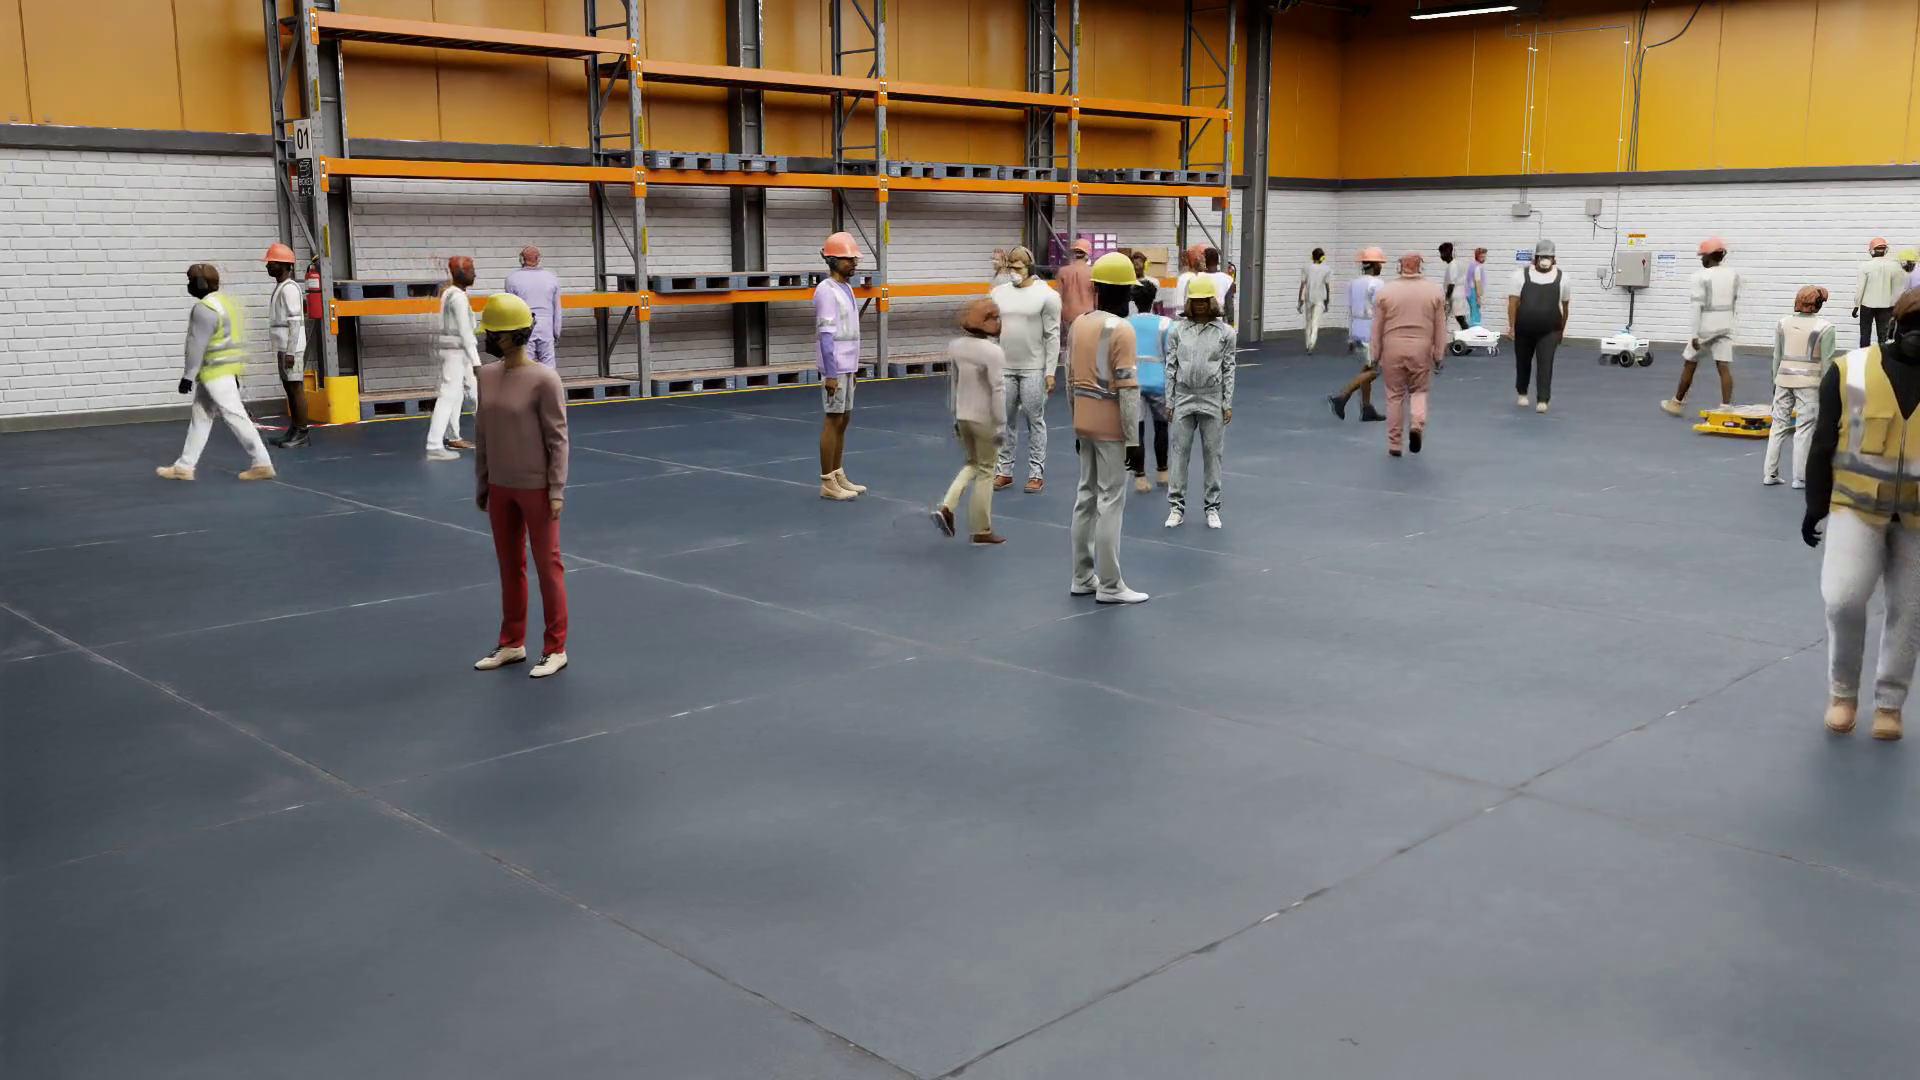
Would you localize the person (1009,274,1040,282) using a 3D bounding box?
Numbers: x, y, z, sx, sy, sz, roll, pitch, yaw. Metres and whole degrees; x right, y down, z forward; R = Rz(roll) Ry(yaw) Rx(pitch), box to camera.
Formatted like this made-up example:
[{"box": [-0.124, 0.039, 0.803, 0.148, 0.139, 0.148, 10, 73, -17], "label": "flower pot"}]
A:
[{"box": [0.811, -2.916, 22.007, 0.403, 1.835, 0.586, -8, 13, -38], "label": "person"}]

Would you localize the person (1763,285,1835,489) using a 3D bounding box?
[{"box": [6.727, -1.220, 13.319, 0.311, 1.633, 0.519, -6, 12, -29], "label": "person"}]

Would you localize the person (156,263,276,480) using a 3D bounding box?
[{"box": [-6.151, -1.364, 13.672, 0.959, 1.792, 0.635, -2, 11, -12], "label": "person"}]

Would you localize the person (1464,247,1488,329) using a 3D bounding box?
[{"box": [9.311, -4.378, 30.066, 0.587, 1.816, 0.667, 2, 11, 9], "label": "person"}]

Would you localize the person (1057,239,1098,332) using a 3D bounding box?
[{"box": [1.608, -2.898, 21.525, 0.628, 1.964, 0.766, 6, 12, 30], "label": "person"}]

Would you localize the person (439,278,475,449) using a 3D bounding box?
[{"box": [-4.809, -1.673, 15.855, 0.284, 1.611, 0.498, -4, 11, -23], "label": "person"}]

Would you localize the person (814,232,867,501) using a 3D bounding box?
[{"box": [-0.902, -1.324, 12.756, 0.378, 2.041, 0.616, 2, 11, 11], "label": "person"}]

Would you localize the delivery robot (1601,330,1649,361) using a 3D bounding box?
[{"box": [10.309, -3.016, 25.792, 0.477, 0.478, 0.707, -5, 12, -27], "label": "delivery robot"}]

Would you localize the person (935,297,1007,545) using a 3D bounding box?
[{"box": [0.098, -0.759, 10.813, 0.415, 1.623, 0.517, -8, 13, -38], "label": "person"}]

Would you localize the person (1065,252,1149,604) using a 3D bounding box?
[{"box": [0.815, -0.611, 9.183, 0.368, 1.926, 0.594, -6, 12, -28], "label": "person"}]

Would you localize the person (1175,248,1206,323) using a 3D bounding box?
[{"box": [2.689, -2.520, 19.753, 0.549, 1.866, 0.596, -3, 11, -15], "label": "person"}]

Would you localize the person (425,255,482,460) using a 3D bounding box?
[{"box": [-4.436, -1.646, 15.086, 0.984, 1.828, 0.614, -4, 11, -21], "label": "person"}]

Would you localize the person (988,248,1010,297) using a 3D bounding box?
[{"box": [0.636, -3.032, 22.591, 0.987, 1.854, 0.630, -3, 11, -15], "label": "person"}]

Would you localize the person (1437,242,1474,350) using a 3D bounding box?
[{"box": [8.609, -4.274, 29.283, 1.026, 1.878, 0.666, 2, 11, 8], "label": "person"}]

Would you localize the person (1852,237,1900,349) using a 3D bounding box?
[{"box": [13.577, -3.485, 24.696, 0.609, 1.986, 0.390, 0, 10, 2], "label": "person"}]

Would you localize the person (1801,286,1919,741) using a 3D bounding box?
[{"box": [3.724, -0.091, 6.626, 0.659, 1.824, 0.494, 5, 12, 25], "label": "person"}]

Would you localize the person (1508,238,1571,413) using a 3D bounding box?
[{"box": [6.716, -2.528, 19.328, 0.679, 2.000, 1.005, 4, 11, 20], "label": "person"}]

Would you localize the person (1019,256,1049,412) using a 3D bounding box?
[{"box": [0.798, -2.413, 19.370, 0.516, 1.797, 0.938, 2, 11, 13], "label": "person"}]

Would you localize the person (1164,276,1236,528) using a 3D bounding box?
[{"box": [1.654, -0.946, 11.514, 0.487, 1.744, 0.294, 2, 11, 9], "label": "person"}]

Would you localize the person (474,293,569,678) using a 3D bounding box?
[{"box": [-2.026, -0.245, 7.639, 0.524, 1.764, 0.329, 6, 12, 30], "label": "person"}]

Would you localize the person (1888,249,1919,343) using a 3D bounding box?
[{"box": [14.690, -3.588, 25.781, 0.832, 1.797, 0.615, 9, 14, 42], "label": "person"}]

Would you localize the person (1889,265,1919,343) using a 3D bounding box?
[{"box": [13.388, -3.165, 23.273, 0.653, 1.881, 1.071, -10, 14, -44], "label": "person"}]

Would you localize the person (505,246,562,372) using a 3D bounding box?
[{"box": [-4.848, -2.369, 18.857, 0.689, 1.900, 0.399, -6, 12, -30], "label": "person"}]

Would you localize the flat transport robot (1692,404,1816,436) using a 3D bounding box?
[{"box": [8.203, -1.241, 17.142, 1.431, 0.197, 0.652, -9, 14, -41], "label": "flat transport robot"}]

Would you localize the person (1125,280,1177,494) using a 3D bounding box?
[{"box": [1.477, -1.220, 13.195, 0.545, 1.660, 0.749, 2, 11, 13], "label": "person"}]

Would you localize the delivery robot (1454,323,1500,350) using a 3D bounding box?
[{"box": [8.660, -3.398, 27.873, 0.707, 0.478, 0.477, 6, 12, 31], "label": "delivery robot"}]

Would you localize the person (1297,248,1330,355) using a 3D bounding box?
[{"box": [6.013, -4.060, 28.329, 0.518, 1.824, 0.895, 4, 11, 21], "label": "person"}]

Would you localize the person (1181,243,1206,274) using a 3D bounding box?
[{"box": [3.724, -3.777, 26.530, 0.558, 1.907, 0.896, 7, 12, 32], "label": "person"}]

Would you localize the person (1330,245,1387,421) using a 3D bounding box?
[{"box": [4.343, -2.216, 17.968, 0.698, 1.919, 0.559, -3, 11, -18], "label": "person"}]

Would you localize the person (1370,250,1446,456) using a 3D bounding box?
[{"box": [4.084, -1.700, 15.215, 0.671, 1.889, 0.455, 2, 11, 9], "label": "person"}]

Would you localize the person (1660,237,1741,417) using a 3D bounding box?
[{"box": [8.179, -2.304, 18.238, 0.635, 1.996, 1.012, -2, 11, -11], "label": "person"}]

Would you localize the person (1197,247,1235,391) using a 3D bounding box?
[{"box": [3.021, -2.597, 20.150, 0.606, 1.883, 0.774, 2, 11, 13], "label": "person"}]

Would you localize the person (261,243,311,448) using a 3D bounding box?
[{"box": [-6.438, -1.847, 15.885, 0.352, 1.942, 0.545, -6, 12, -31], "label": "person"}]

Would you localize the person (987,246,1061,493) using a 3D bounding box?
[{"box": [0.485, -1.337, 13.130, 0.627, 1.933, 0.371, 5, 12, 26], "label": "person"}]

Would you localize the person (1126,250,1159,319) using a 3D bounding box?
[{"box": [2.174, -2.580, 20.169, 0.512, 1.849, 0.747, 3, 11, 18], "label": "person"}]
